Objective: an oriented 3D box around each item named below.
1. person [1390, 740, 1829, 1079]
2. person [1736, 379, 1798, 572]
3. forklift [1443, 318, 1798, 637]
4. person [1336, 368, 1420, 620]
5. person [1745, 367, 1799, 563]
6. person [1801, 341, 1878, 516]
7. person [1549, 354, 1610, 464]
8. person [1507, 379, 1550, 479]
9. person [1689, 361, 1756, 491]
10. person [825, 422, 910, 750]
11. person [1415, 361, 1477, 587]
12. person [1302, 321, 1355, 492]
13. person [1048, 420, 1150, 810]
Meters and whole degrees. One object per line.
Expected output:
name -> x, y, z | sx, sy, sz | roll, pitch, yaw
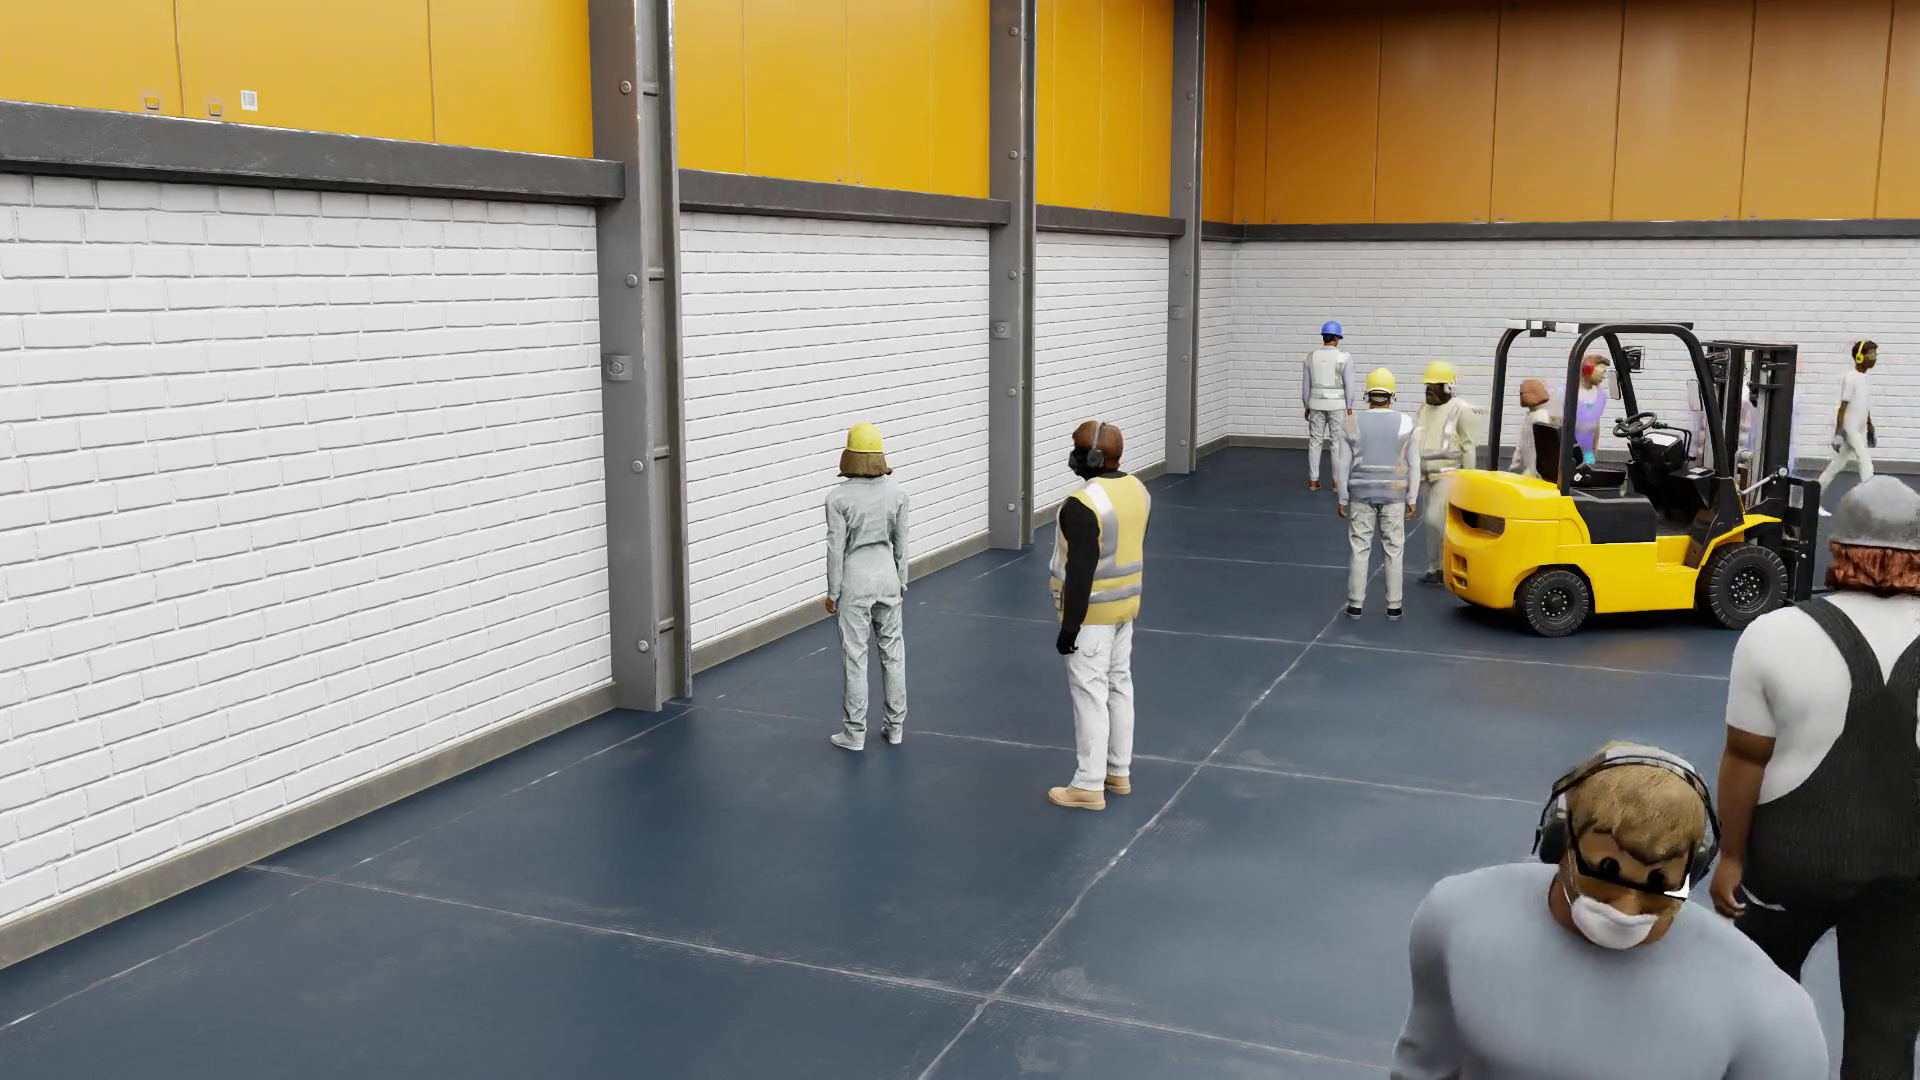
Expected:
person -> 0.888, 1.218, 2.518 | 0.665, 1.893, 0.728 | 7, 12, 35
person -> 6.710, -0.563, 14.024 | 0.837, 1.644, 0.533 | 3, 10, 17
forklift -> 4.706, -0.497, 11.990 | 2.313, 2.155, 1.214 | -2, 10, -10
person -> 3.021, -0.326, 12.043 | 0.589, 1.833, 0.404 | 2, 10, 11
person -> 6.539, -0.582, 13.362 | 0.544, 1.916, 0.541 | 2, 10, 12
person -> 9.061, -1.108, 16.837 | 0.971, 1.823, 0.540 | 8, 13, 42
person -> 5.500, -0.781, 15.002 | 0.612, 1.787, 0.738 | -3, 10, -17
person -> 5.010, -0.612, 14.544 | 0.895, 1.578, 0.487 | 2, 10, 13
person -> 6.901, -0.760, 14.785 | 0.906, 1.787, 0.685 | -8, 12, -39
person -> -0.500, 0.246, 8.853 | 0.487, 1.744, 0.294 | -5, 11, -29
person -> 3.778, -0.511, 13.207 | 0.460, 1.811, 0.626 | -5, 11, -27
person -> 4.196, -1.515, 18.939 | 0.604, 1.937, 0.403 | 6, 11, 31
person -> 0.643, 0.350, 7.918 | 0.429, 1.843, 0.634 | 6, 11, 34
